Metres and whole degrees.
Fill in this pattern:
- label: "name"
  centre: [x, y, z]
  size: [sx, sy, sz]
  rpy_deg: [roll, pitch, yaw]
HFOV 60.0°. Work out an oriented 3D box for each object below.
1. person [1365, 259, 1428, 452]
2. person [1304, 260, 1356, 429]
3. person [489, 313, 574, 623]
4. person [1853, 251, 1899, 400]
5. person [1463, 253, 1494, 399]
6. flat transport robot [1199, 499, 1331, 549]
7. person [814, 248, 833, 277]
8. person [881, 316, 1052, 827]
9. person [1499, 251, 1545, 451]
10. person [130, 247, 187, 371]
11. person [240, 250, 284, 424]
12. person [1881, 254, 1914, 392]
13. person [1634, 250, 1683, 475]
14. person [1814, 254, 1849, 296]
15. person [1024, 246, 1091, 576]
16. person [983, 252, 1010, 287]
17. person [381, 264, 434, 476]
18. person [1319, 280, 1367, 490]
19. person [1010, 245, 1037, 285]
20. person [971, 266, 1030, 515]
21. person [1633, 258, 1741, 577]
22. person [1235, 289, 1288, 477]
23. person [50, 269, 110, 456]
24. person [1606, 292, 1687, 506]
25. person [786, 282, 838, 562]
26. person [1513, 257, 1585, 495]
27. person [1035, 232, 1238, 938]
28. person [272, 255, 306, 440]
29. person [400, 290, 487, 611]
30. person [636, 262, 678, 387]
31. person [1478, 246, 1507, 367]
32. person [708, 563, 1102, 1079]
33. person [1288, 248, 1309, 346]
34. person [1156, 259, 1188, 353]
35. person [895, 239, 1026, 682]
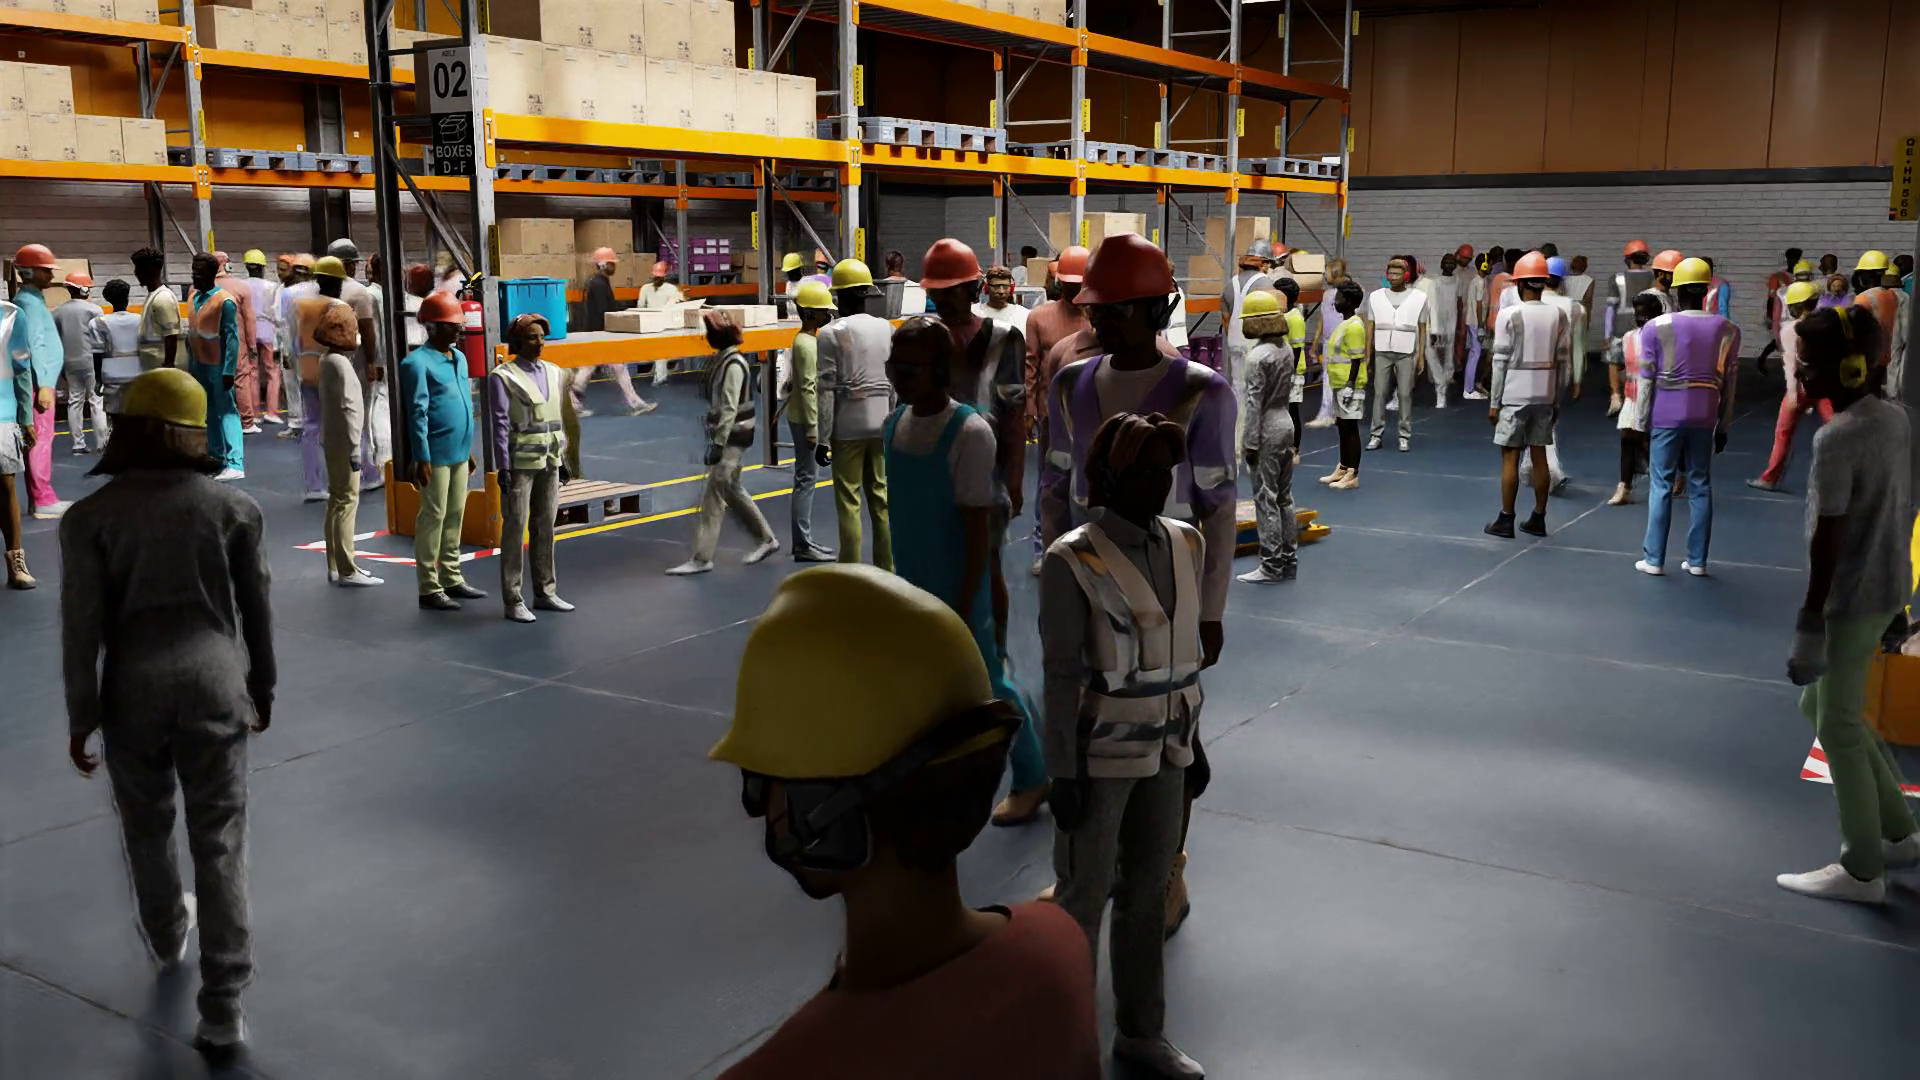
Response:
- label: "person"
  centre: [4.177, -1.764, 15.956]
  size: [0.572, 1.839, 0.373]
  rpy_deg: [4, 11, 22]
- label: "person"
  centre: [3.973, -2.098, 17.906]
  size: [0.685, 1.802, 0.586]
  rpy_deg: [-4, 11, -22]
- label: "person"
  centre: [-2.295, -0.391, 8.907]
  size: [0.309, 1.638, 0.522]
  rpy_deg: [6, 12, 28]
- label: "person"
  centre: [8.040, -1.591, 14.764]
  size: [0.590, 1.927, 0.367]
  rpy_deg: [-8, 13, -36]
- label: "person"
  centre: [6.623, -2.724, 21.236]
  size: [0.333, 1.860, 0.509]
  rpy_deg: [2, 10, 9]
- label: "flat transport robot"
  centre: [1.747, -0.084, 11.001]
  size: [1.431, 0.197, 0.652]
  rpy_deg: [-8, 13, -39]
- label: "person"
  centre: [-1.970, -3.228, 23.892]
  size: [0.408, 1.908, 0.645]
  rpy_deg: [2, 10, 12]
- label: "person"
  centre: [-0.026, 0.151, 5.511]
  size: [0.507, 1.794, 0.973]
  rpy_deg: [9, 14, 41]
- label: "person"
  centre: [5.466, -1.818, 16.039]
  size: [0.564, 1.917, 0.408]
  rpy_deg: [4, 11, 20]
- label: "person"
  centre: [-6.719, -1.476, 14.022]
  size: [0.374, 1.962, 0.608]
  rpy_deg: [-6, 12, -30]
- label: "person"
  centre: [-7.723, -2.219, 18.332]
  size: [0.649, 1.917, 0.464]
  rpy_deg: [0, 10, 1]
- label: "person"
  centre: [12.612, -2.902, 22.304]
  size: [0.429, 1.832, 0.635]
  rpy_deg: [3, 11, 17]
- label: "person"
  centre: [6.060, -1.534, 14.422]
  size: [0.359, 1.936, 0.544]
  rpy_deg: [10, 14, 43]
- label: "person"
  centre: [11.371, -2.824, 21.830]
  size: [0.507, 1.842, 0.351]
  rpy_deg: [-3, 11, -14]
- label: "person"
  centre: [0.677, -0.764, 10.015]
  size: [0.611, 1.985, 0.393]
  rpy_deg: [0, 10, 1]
- label: "person"
  centre: [0.508, -2.765, 21.370]
  size: [0.396, 1.900, 0.643]
  rpy_deg: [4, 11, 22]
- label: "person"
  centre: [-4.543, -1.380, 13.863]
  size: [0.599, 1.834, 1.032]
  rpy_deg: [2, 11, 13]
- label: "person"
  centre: [3.145, -1.258, 13.557]
  size: [0.318, 1.697, 0.535]
  rpy_deg: [0, 10, -1]
- label: "person"
  centre: [0.961, -3.433, 24.935]
  size: [0.439, 1.946, 0.627]
  rpy_deg: [-8, 13, -36]
- label: "person"
  centre: [0.270, -1.097, 12.284]
  size: [0.560, 1.836, 0.394]
  rpy_deg: [-1, 10, -3]
- label: "person"
  centre: [4.361, -0.732, 10.040]
  size: [0.581, 1.919, 0.396]
  rpy_deg: [0, 10, -1]
- label: "person"
  centre: [2.559, -1.347, 14.317]
  size: [0.436, 1.614, 0.577]
  rpy_deg: [7, 12, 35]
- label: "person"
  centre: [-8.223, -1.664, 15.647]
  size: [0.559, 1.752, 0.326]
  rpy_deg: [2, 10, 9]
- label: "person"
  centre: [5.364, -1.083, 12.763]
  size: [0.853, 1.646, 0.536]
  rpy_deg: [-6, 12, -31]
- label: "person"
  centre: [-0.926, -0.737, 10.502]
  size: [0.337, 1.762, 0.523]
  rpy_deg: [-1, 10, -5]
- label: "person"
  centre: [4.705, -1.314, 13.354]
  size: [0.622, 1.893, 0.951]
  rpy_deg: [0, 10, -2]
- label: "person"
  centre: [0.481, 0.145, 4.820]
  size: [0.615, 2.041, 0.391]
  rpy_deg: [7, 12, 34]
- label: "person"
  centre: [-6.781, -1.958, 16.955]
  size: [0.579, 1.879, 0.361]
  rpy_deg: [6, 12, 29]
- label: "person"
  centre: [-2.833, -0.499, 9.193]
  size: [0.343, 1.749, 0.573]
  rpy_deg: [2, 10, 12]
- label: "person"
  centre: [-4.197, -2.951, 22.863]
  size: [0.589, 1.710, 0.771]
  rpy_deg: [4, 11, 21]
- label: "person"
  centre: [8.601, -3.740, 26.666]
  size: [0.625, 1.933, 0.375]
  rpy_deg: [-8, 13, -39]
- label: "person"
  centre: [-0.068, 0.891, 1.485]
  size: [0.334, 1.759, 0.521]
  rpy_deg: [7, 12, 33]
- label: "person"
  centre: [5.472, -3.831, 27.285]
  size: [0.573, 1.887, 0.355]
  rpy_deg: [-4, 11, -21]
- label: "person"
  centre: [2.132, -1.958, 17.060]
  size: [0.389, 1.837, 0.560]
  rpy_deg: [6, 12, 30]
- label: "person"
  centre: [-0.013, -0.299, 7.344]
  size: [0.613, 2.028, 0.409]
  rpy_deg: [4, 11, 20]
